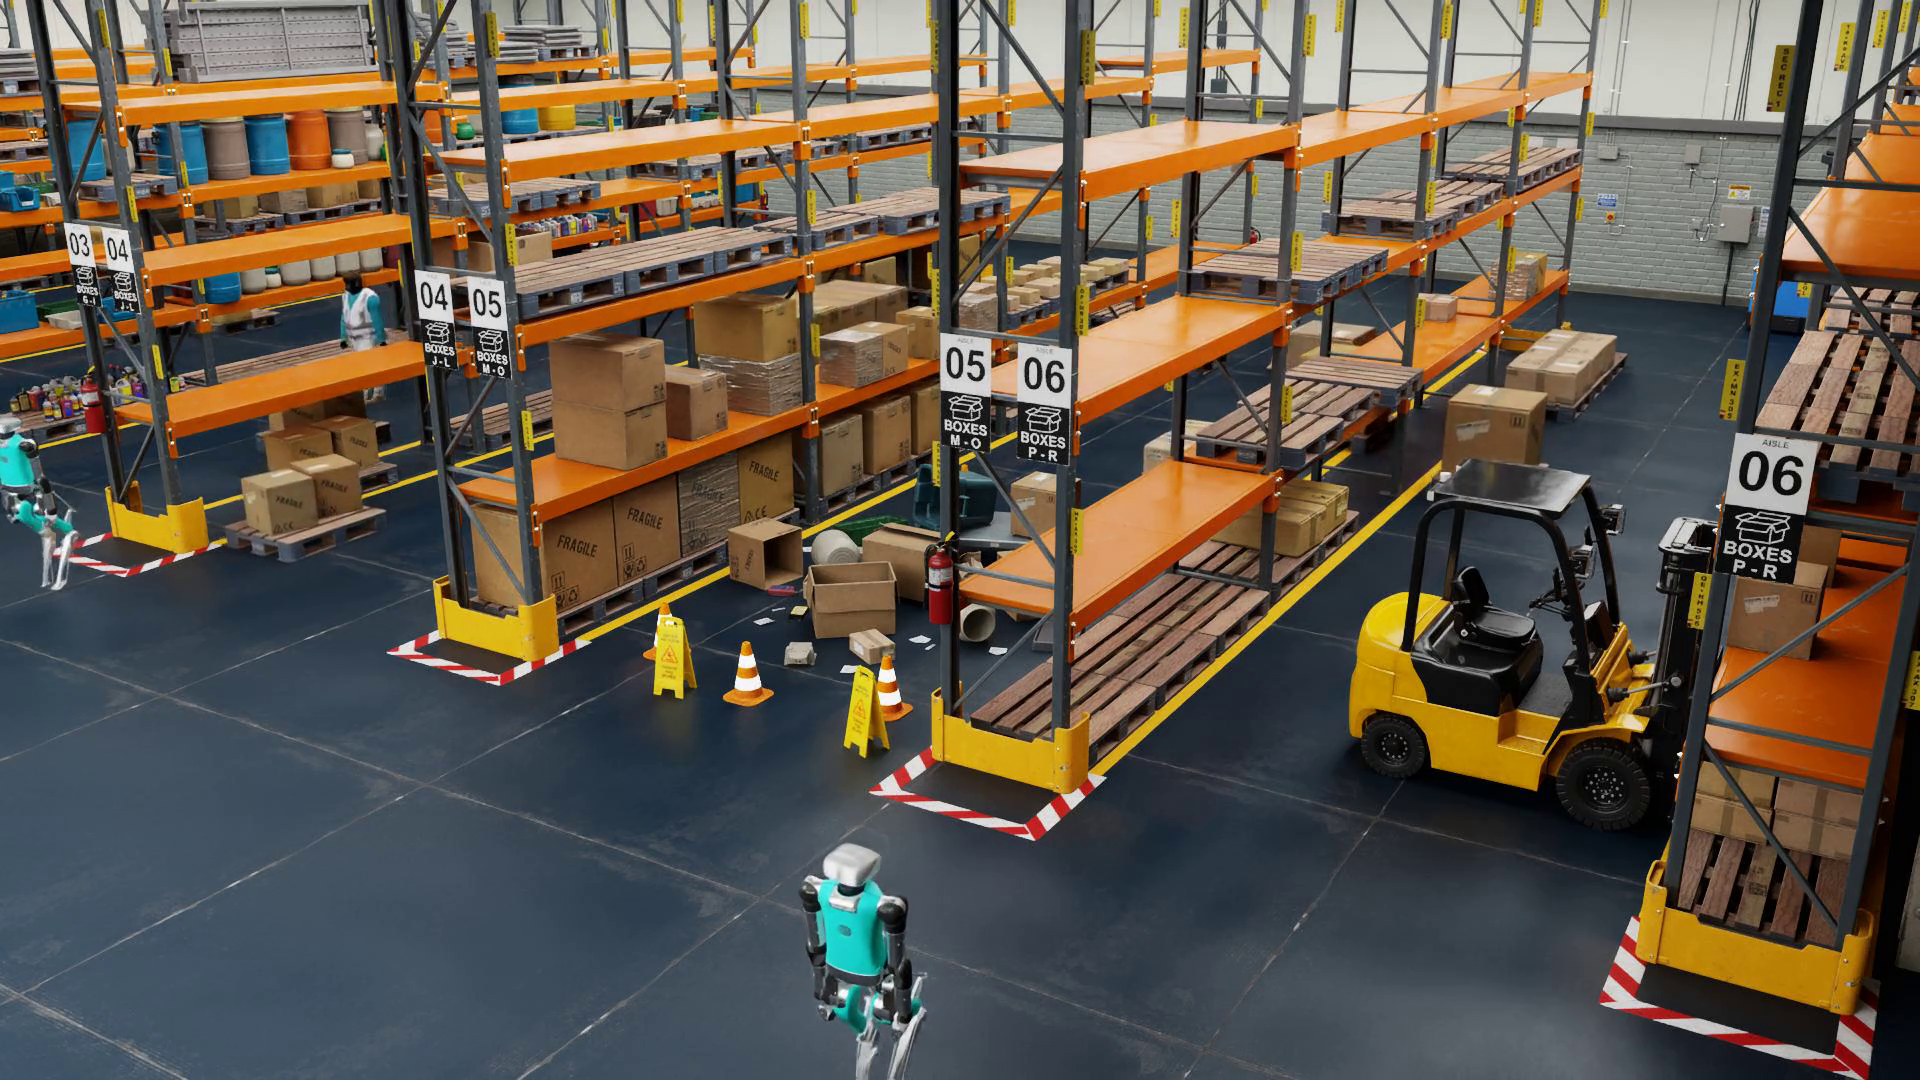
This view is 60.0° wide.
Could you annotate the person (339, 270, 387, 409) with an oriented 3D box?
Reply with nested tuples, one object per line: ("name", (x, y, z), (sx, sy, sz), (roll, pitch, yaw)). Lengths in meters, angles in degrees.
("person", (-7.917, -2.611, 21.792), (0.661, 1.811, 0.820), (13, 23, 32))

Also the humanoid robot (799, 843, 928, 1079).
("humanoid robot", (-0.391, 2.184, 8.119), (0.548, 1.806, 0.843), (8, 20, 21))

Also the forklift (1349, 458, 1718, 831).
("forklift", (3.988, 0.658, 11.776), (2.313, 2.155, 1.214), (11, 22, 29))

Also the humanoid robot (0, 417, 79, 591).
("humanoid robot", (-8.483, -0.330, 15.372), (0.533, 1.789, 0.813), (3, 19, 9))

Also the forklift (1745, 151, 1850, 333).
("forklift", (13.620, -4.667, 26.137), (1.873, 2.768, 1.129), (11, 22, 29))

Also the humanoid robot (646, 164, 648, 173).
("humanoid robot", (-6.997, -7.902, 37.281), (0.599, 1.659, 0.315), (11, 22, 29))

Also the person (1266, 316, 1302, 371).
("person", (4.673, -3.252, 23.826), (0.535, 1.699, 0.318), (11, 22, 29))
